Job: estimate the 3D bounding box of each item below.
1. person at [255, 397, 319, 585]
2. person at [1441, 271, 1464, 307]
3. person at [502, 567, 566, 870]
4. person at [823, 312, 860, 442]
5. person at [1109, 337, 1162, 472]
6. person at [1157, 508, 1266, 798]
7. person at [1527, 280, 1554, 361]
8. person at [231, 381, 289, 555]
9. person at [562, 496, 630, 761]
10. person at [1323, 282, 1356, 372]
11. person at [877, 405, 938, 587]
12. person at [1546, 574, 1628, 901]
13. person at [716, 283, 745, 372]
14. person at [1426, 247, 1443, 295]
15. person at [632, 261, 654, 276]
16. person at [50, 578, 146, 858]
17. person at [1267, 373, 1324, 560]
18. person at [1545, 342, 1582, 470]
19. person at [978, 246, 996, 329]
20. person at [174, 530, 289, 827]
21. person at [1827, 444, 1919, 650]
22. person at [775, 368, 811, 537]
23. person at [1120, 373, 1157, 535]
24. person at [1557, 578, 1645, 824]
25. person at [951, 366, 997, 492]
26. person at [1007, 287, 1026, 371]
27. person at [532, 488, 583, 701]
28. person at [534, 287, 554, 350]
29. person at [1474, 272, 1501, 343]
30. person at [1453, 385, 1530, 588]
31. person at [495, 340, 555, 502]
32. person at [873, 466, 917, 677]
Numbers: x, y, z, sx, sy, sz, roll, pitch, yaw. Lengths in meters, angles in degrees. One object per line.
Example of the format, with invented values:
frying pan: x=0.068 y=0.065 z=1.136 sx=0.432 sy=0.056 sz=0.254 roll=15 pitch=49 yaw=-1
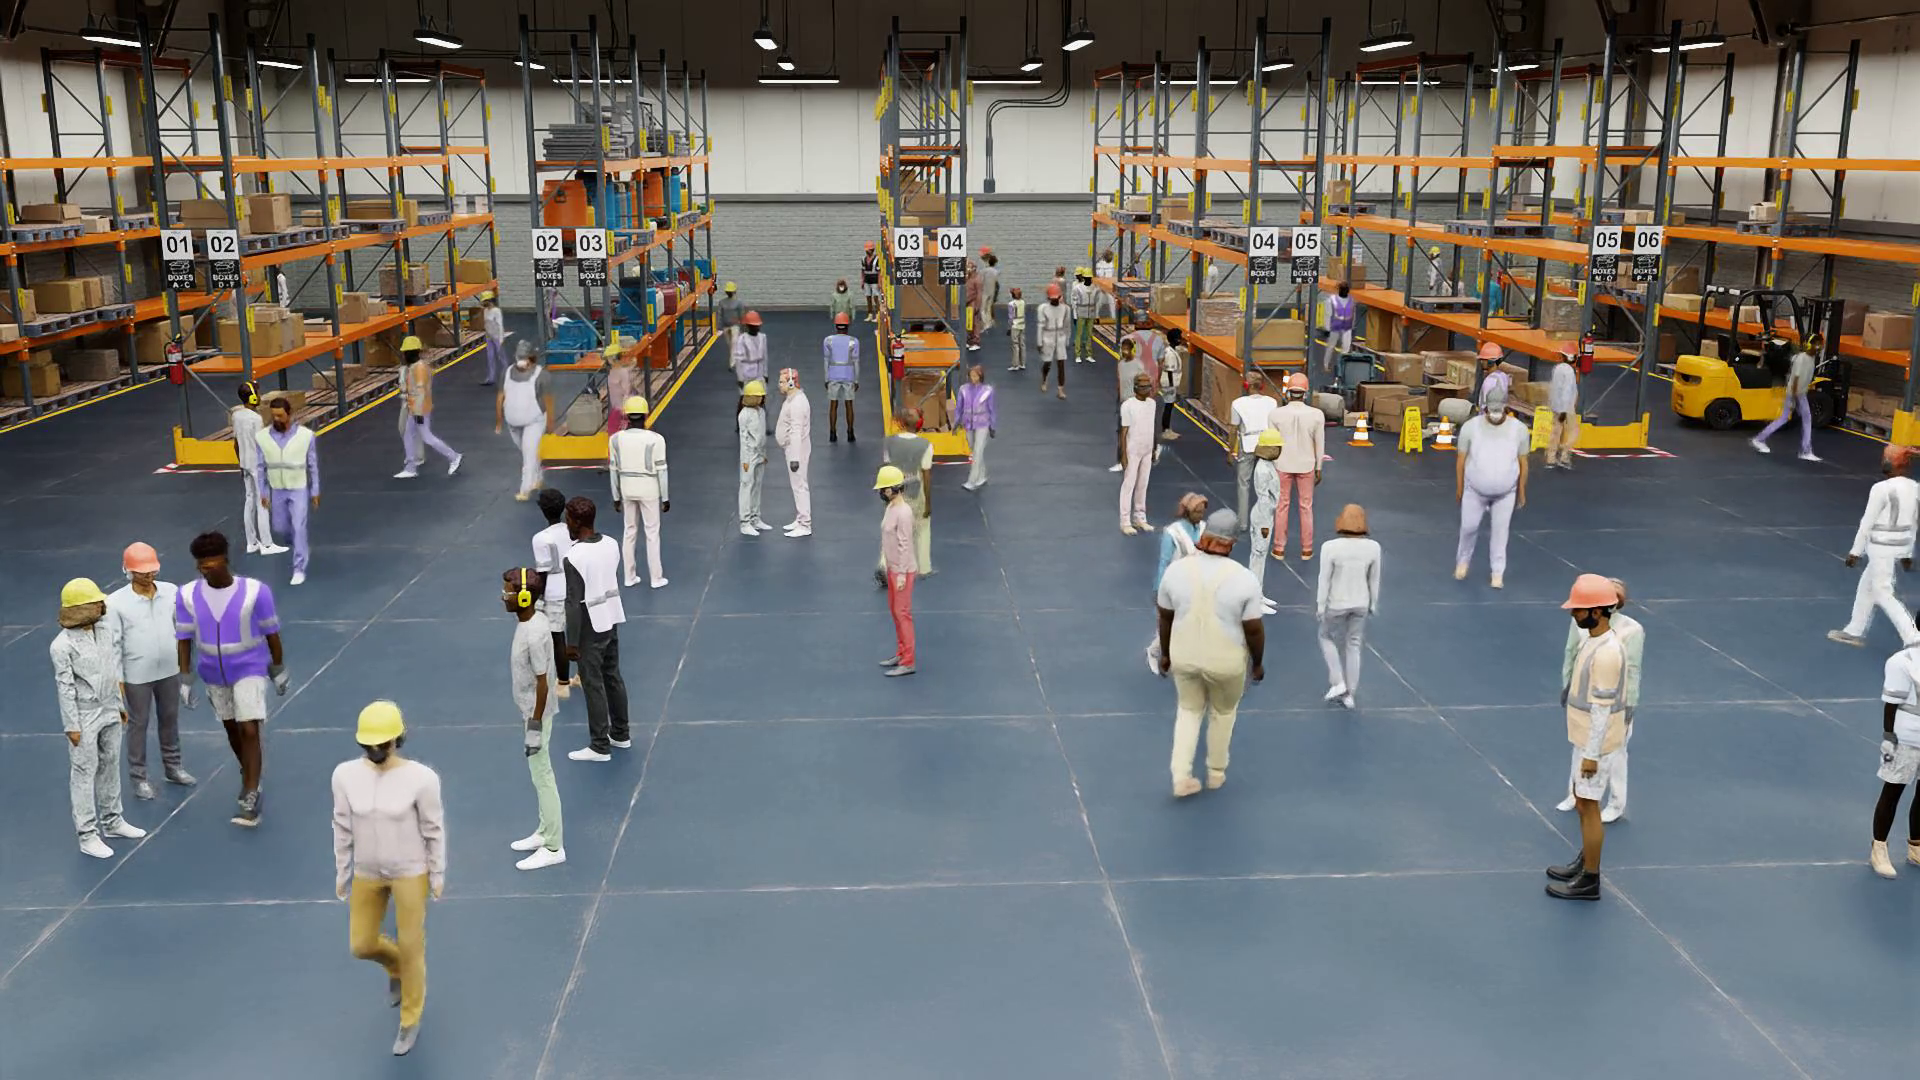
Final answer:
person: x=-6.765 y=-0.526 z=16.824 sx=0.590 sy=1.898 sz=0.641 roll=-1 pitch=13 yaw=-5
person: x=11.277 y=-5.394 z=38.071 sx=0.513 sy=1.608 sz=0.679 roll=7 pitch=15 yaw=28
person: x=-2.603 y=1.071 z=10.097 sx=0.329 sy=1.873 sz=0.514 roll=-4 pitch=14 yaw=-17
person: x=-1.757 y=-2.420 z=24.771 sx=0.541 sy=1.931 sz=0.376 roll=0 pitch=13 yaw=1
person: x=2.366 y=-1.844 z=22.522 sx=0.682 sy=1.841 sz=0.569 roll=-9 pitch=16 yaw=-34
person: x=1.704 y=0.735 z=11.152 sx=0.741 sy=2.000 sz=0.674 roll=7 pitch=15 yaw=26
person: x=11.927 y=-4.513 z=34.184 sx=0.541 sy=1.675 sz=0.443 roll=3 pitch=14 yaw=13
person: x=-7.579 y=-0.774 z=17.911 sx=0.519 sy=1.873 sz=0.328 roll=8 pitch=16 yaw=31
person: x=-2.607 y=0.630 z=11.893 sx=0.397 sy=1.910 sz=0.587 roll=5 pitch=14 yaw=18
person: x=7.333 y=-4.088 z=32.167 sx=0.654 sy=1.811 sz=0.933 roll=-1 pitch=13 yaw=-6
person: x=-0.535 y=-0.437 z=16.617 sx=0.577 sy=1.817 sz=0.856 roll=8 pitch=15 yaw=30
person: x=3.653 y=1.140 z=9.691 sx=0.384 sy=1.925 sz=0.551 roll=3 pitch=14 yaw=14
person: x=-4.510 y=-4.194 z=32.729 sx=0.519 sy=1.721 sz=0.878 roll=4 pitch=14 yaw=16
person: x=12.204 y=-6.625 z=42.804 sx=0.403 sy=1.828 sz=0.597 roll=7 pitch=15 yaw=26
person: x=-7.856 y=-6.238 z=41.307 sx=0.564 sy=1.752 sz=0.340 roll=-5 pitch=14 yaw=-20
person: x=-5.358 y=1.083 z=10.312 sx=0.282 sy=1.746 sz=0.493 roll=2 pitch=14 yaw=10
person: x=3.546 y=-0.776 z=17.653 sx=0.613 sy=1.995 sz=0.391 roll=2 pitch=13 yaw=9
person: x=8.276 y=-1.826 z=22.652 sx=0.525 sy=1.733 sz=0.567 roll=-1 pitch=13 yaw=-3
person: x=0.535 y=-6.080 z=40.117 sx=0.796 sy=2.014 sz=0.653 roll=-3 pitch=14 yaw=-11
person: x=-4.738 y=0.891 z=10.748 sx=0.609 sy=1.911 sz=0.968 roll=-1 pitch=13 yaw=-4
person: x=7.998 y=0.095 z=14.288 sx=0.574 sy=1.852 sz=0.911 roll=-8 pitch=16 yaw=-32
person: x=-1.883 y=-0.992 z=18.790 sx=0.394 sy=1.899 sz=0.642 roll=-2 pitch=13 yaw=-7
person: x=2.023 y=-0.981 z=18.842 sx=0.516 sy=1.843 sz=0.326 roll=-10 pitch=17 yaw=-37
person: x=4.176 y=1.027 z=10.801 sx=0.323 sy=1.631 sz=0.541 roll=-10 pitch=17 yaw=-37
person: x=0.180 y=-1.424 z=21.264 sx=0.510 sy=1.591 sz=0.873 roll=7 pitch=15 yaw=27
person: x=1.112 y=-4.146 z=32.691 sx=0.314 sy=1.640 sz=0.516 roll=11 pitch=17 yaw=40
person: x=-3.171 y=0.427 z=13.189 sx=0.322 sy=1.699 sz=0.536 roll=7 pitch=15 yaw=27
person: x=-8.985 y=-4.947 z=35.872 sx=0.484 sy=1.739 sz=0.313 roll=8 pitch=15 yaw=30
person: x=11.634 y=-5.137 z=36.783 sx=0.586 sy=1.696 sz=0.846 roll=8 pitch=15 yaw=30
person: x=5.310 y=-0.548 z=16.590 sx=0.692 sy=2.000 sz=0.535 roll=3 pitch=14 yaw=13
person: x=-5.448 y=-1.570 z=20.920 sx=0.686 sy=2.000 sz=1.034 roll=3 pitch=14 yaw=14
person: x=-0.537 y=0.250 z=13.834 sx=0.342 sy=1.752 sz=0.532 roll=-4 pitch=14 yaw=-16
